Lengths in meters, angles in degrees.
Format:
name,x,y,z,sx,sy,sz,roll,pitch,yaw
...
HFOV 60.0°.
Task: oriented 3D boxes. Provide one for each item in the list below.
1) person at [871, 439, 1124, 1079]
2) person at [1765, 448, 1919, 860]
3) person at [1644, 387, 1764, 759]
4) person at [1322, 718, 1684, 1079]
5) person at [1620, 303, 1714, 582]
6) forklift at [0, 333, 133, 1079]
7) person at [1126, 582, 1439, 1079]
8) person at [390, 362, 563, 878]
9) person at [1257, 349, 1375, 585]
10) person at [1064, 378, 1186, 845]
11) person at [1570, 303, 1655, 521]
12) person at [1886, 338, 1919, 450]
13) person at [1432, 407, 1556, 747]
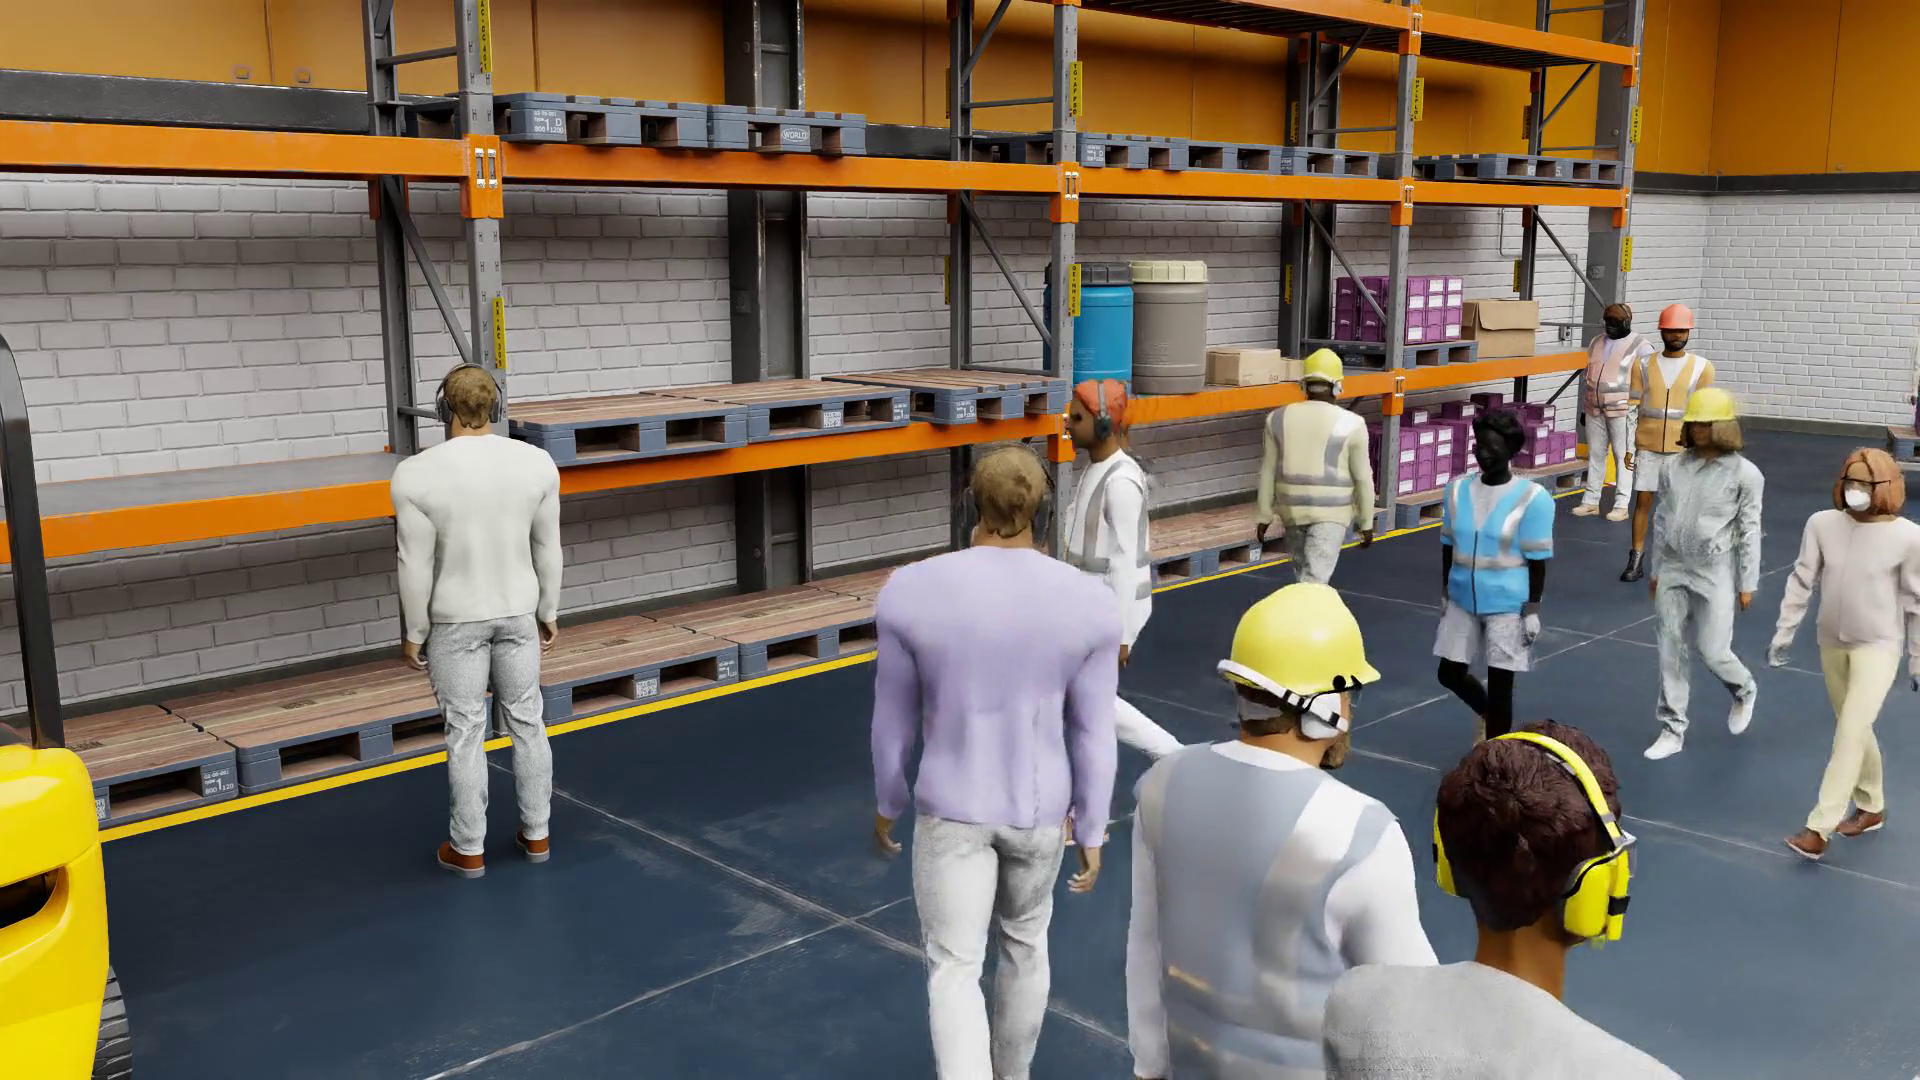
name,x,y,z,sx,sy,sz,roll,pitch,yaw
person,0.092,0.702,4.201,0.631,1.911,0.941,-1,10,-3
person,3.441,0.437,6.473,0.833,1.592,0.512,-5,12,-27
person,3.459,0.149,7.695,0.594,1.727,0.490,-8,13,-36
person,0.569,1.138,1.962,0.737,1.849,0.533,-7,12,-33
person,4.874,-0.655,11.486,0.545,1.942,0.349,6,12,28
forklift,-3.289,0.485,4.582,1.214,2.155,2.313,-10,14,-44
person,0.647,0.965,3.064,0.918,1.788,0.609,-6,12,-31
person,-1.801,0.304,6.265,0.630,1.940,0.373,-7,12,-34
person,2.002,-0.163,9.220,0.617,1.780,0.949,7,13,35
person,0.640,0.293,6.539,0.621,1.868,0.579,-1,10,-6
person,5.531,-1.085,14.121,0.429,1.838,0.622,-7,13,-34
person,9.835,-1.545,16.894,0.530,1.736,0.801,-5,12,-25
person,2.314,0.264,7.160,0.448,1.688,0.538,-9,14,-41
